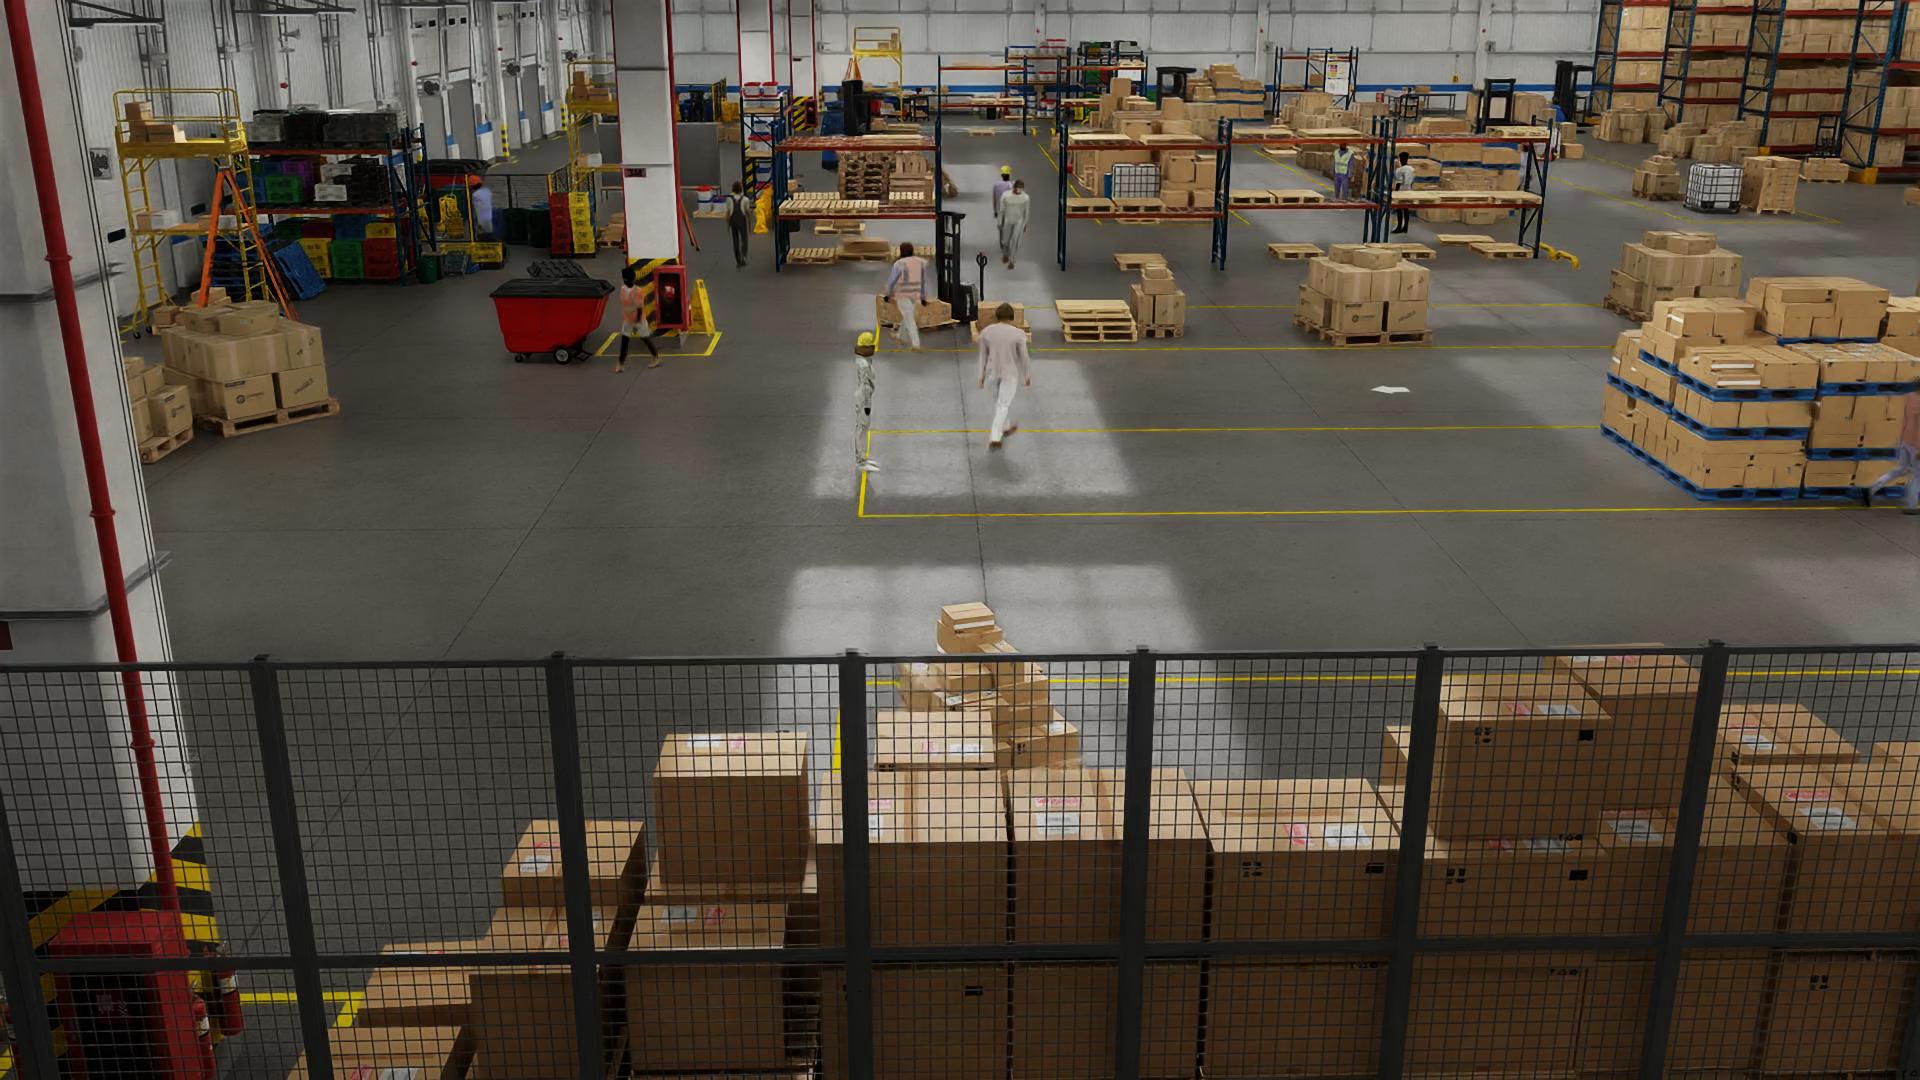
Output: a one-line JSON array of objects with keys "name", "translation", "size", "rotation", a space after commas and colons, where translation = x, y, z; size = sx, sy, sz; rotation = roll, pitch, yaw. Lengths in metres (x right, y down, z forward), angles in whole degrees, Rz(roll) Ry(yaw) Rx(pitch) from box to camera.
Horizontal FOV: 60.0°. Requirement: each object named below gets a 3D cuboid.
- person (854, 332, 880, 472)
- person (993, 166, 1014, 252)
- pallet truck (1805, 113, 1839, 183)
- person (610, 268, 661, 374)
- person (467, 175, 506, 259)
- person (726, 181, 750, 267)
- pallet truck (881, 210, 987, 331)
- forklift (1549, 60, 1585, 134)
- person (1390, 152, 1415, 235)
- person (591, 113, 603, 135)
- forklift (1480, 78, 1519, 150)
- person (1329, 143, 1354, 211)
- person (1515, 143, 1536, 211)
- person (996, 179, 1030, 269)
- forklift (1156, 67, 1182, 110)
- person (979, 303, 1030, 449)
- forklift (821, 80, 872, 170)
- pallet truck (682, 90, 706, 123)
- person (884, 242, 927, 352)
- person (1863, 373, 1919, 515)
[{"name": "person", "translation": [-1.165, -1.734, 20.767], "size": [0.312, 1.744, 0.487], "rotation": [-2, 19, -6]}, {"name": "person", "translation": [1.035, -7.446, 37.447], "size": [0.620, 1.911, 0.419], "rotation": [8, 20, 24]}, {"name": "pallet truck", "translation": [26.403, -11.957, 50.702], "size": [0.823, 1.965, 1.885], "rotation": [6, 19, 16]}, {"name": "person", "translation": [-5.081, -3.447, 26.003], "size": [0.534, 1.647, 0.905], "rotation": [14, 23, 36]}, {"name": "person", "translation": [-10.312, -6.991, 36.137], "size": [0.649, 1.892, 0.580], "rotation": [10, 21, 26]}, {"name": "person", "translation": [-4.717, -6.726, 35.453], "size": [0.504, 1.833, 0.393], "rotation": [-1, 19, -3]}, {"name": "pallet truck", "translation": [-0.493, -4.759, 29.349], "size": [1.885, 1.965, 0.823], "rotation": [-13, 23, -34]}, {"name": "forklift", "translation": [23.899, -17.641, 66.204], "size": [1.873, 2.768, 1.129], "rotation": [0, 19, -1]}, {"name": "person", "translation": [10.662, -8.355, 40.067], "size": [0.608, 1.963, 0.371], "rotation": [-14, 23, -35]}, {"name": "person", "translation": [-14.349, -16.832, 65.721], "size": [0.511, 1.638, 0.307], "rotation": [5, 19, 14]}, {"name": "forklift", "translation": [17.558, -13.677, 54.444], "size": [1.129, 2.768, 1.873], "rotation": [-1, 19, -1]}, {"name": "person", "translation": [10.145, -9.700, 44.141], "size": [0.587, 1.913, 0.392], "rotation": [16, 25, 40]}, {"name": "person", "translation": [14.970, -9.682, 44.111], "size": [0.568, 1.890, 0.934], "rotation": [1, 19, 3]}, {"name": "person", "translation": [1.118, -6.719, 35.313], "size": [0.710, 1.901, 0.552], "rotation": [-1, 19, -4]}, {"name": "forklift", "translation": [7.674, -16.089, 61.599], "size": [1.129, 2.768, 1.873], "rotation": [-9, 21, -25]}, {"name": "person", "translation": [0.579, -2.167, 21.842], "size": [0.649, 1.885, 1.041], "rotation": [9, 21, 25]}, {"name": "forklift", "translation": [-3.431, -13.266, 53.226], "size": [1.873, 2.768, 1.129], "rotation": [8, 20, 21]}, {"name": "pallet truck", "translation": [-9.671, -15.907, 62.421], "size": [0.823, 1.965, 1.885], "rotation": [5, 19, 15]}, {"name": "person", "translation": [-0.925, -4.038, 27.551], "size": [0.614, 1.771, 1.012], "rotation": [-17, 25, -41]}, {"name": "person", "translation": [10.809, -1.124, 18.951], "size": [0.666, 1.743, 0.532], "rotation": [1, 19, 2]}]
